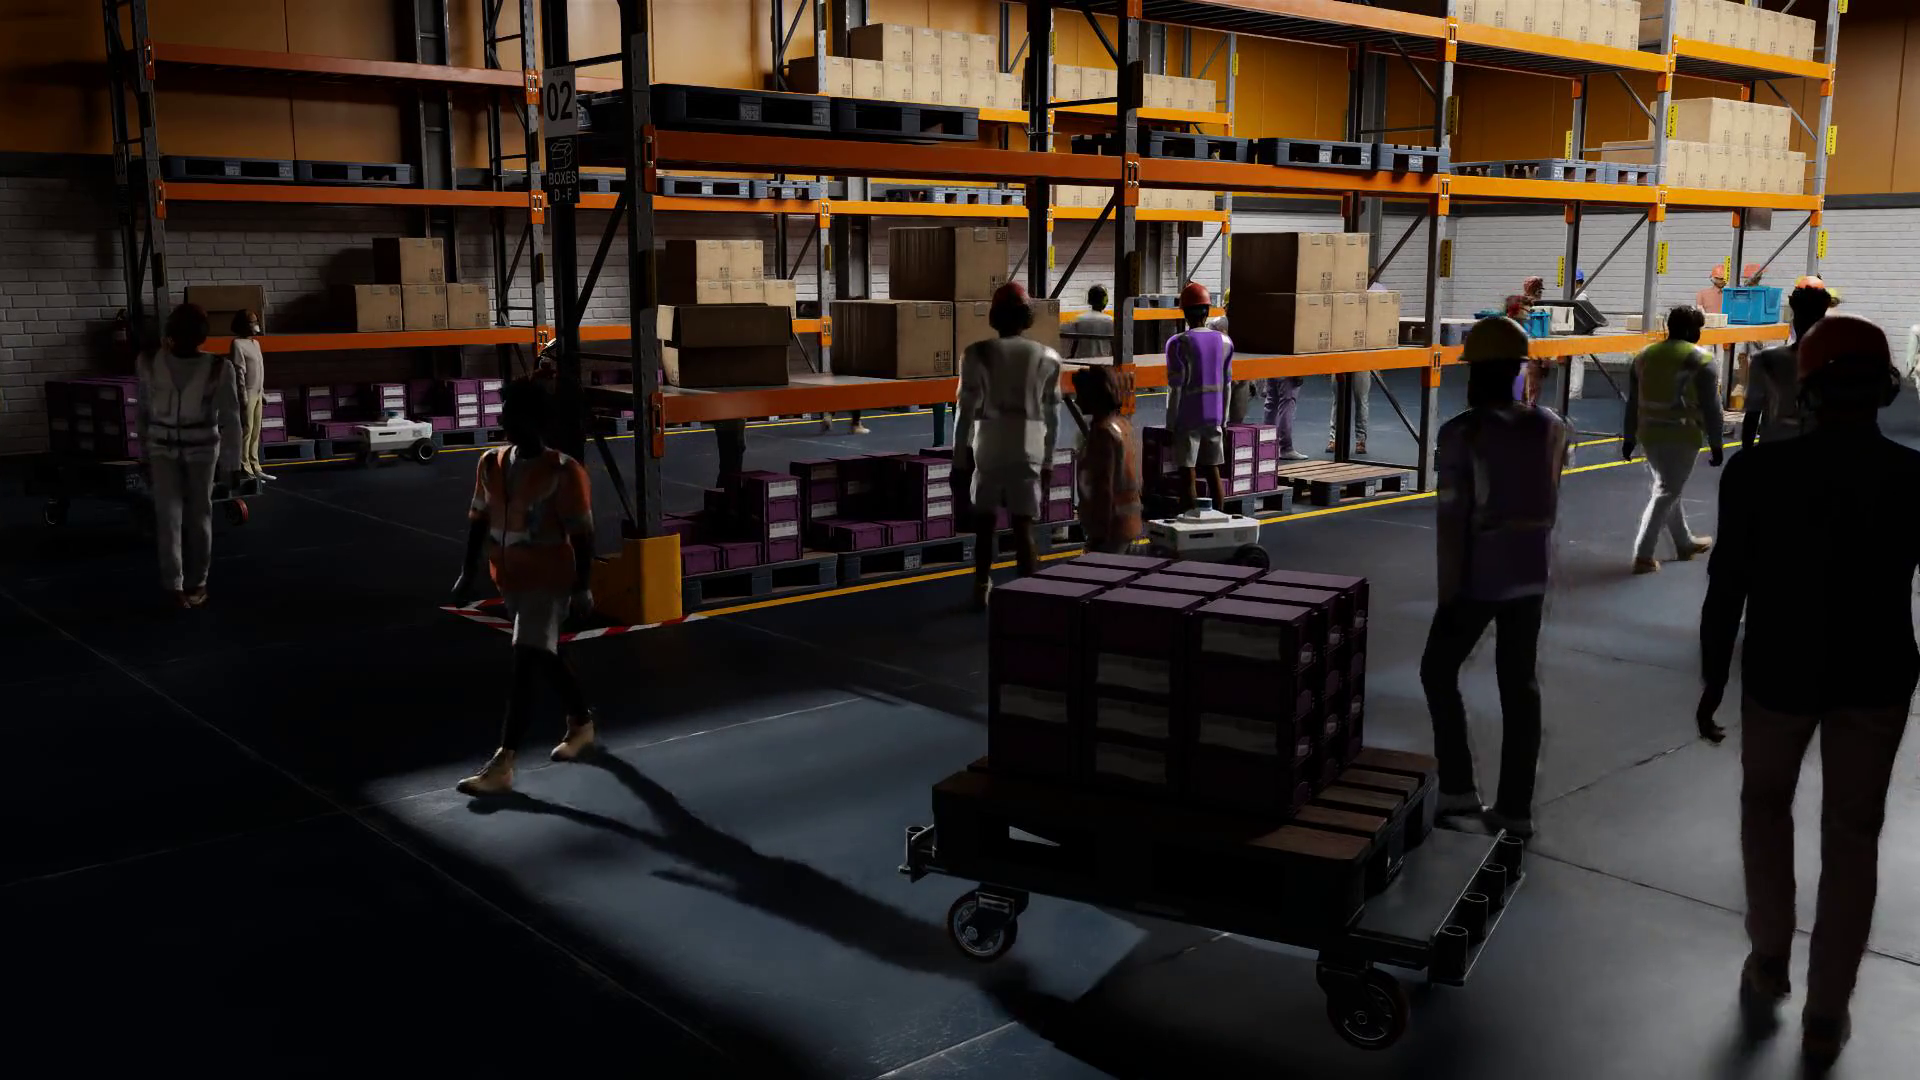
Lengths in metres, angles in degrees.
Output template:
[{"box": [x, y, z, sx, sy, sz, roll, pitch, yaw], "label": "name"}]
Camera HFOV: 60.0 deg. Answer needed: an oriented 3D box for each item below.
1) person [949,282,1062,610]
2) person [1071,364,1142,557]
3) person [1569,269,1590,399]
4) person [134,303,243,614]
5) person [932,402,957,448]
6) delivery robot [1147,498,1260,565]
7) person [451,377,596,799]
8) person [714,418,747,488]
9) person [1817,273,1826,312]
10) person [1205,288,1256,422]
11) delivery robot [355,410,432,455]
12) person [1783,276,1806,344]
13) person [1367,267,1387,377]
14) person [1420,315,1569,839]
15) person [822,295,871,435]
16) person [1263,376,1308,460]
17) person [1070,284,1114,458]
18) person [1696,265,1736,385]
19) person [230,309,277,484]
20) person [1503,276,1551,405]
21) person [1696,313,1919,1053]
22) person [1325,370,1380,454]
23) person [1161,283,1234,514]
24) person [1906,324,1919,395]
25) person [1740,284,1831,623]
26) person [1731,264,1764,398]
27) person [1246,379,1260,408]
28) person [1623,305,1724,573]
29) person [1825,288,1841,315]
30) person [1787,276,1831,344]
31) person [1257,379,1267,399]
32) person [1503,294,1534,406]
[{"box": [0.260, -0.481, 9.568, 0.671, 1.978, 1.077, -1, 10, -6], "label": "person"}, {"box": [0.701, -0.023, 7.908, 0.357, 1.624, 0.529, 2, 10, 14], "label": "person"}, {"box": [9.165, -3.067, 24.797, 0.402, 1.938, 0.604, 2, 10, 10], "label": "person"}, {"box": [-4.596, -0.483, 9.921, 0.611, 1.846, 0.695, -3, 10, -15], "label": "person"}, {"box": [-0.126, -1.617, 16.844, 0.532, 1.778, 0.342, 5, 11, 26], "label": "person"}, {"box": [1.574, -0.031, 10.772, 0.707, 0.478, 0.477, -4, 10, -24], "label": "delivery robot"}, {"box": [-1.754, 0.164, 6.741, 0.537, 1.647, 0.851, 6, 11, 32], "label": "person"}, {"box": [-1.681, -0.784, 12.321, 0.265, 1.632, 0.509, -4, 10, -21], "label": "person"}, {"box": [13.510, -3.315, 26.446, 0.521, 1.874, 0.328, 9, 13, 43], "label": "person"}, {"box": [2.698, -1.595, 16.488, 0.587, 1.833, 0.404, -5, 11, -27], "label": "person"}, {"box": [-5.755, -1.075, 16.902, 0.707, 0.478, 0.477, -8, 12, -38], "label": "delivery robot"}, {"box": [12.609, -3.055, 25.042, 0.403, 1.828, 0.593, 1, 10, 5], "label": "person"}, {"box": [7.221, -3.833, 29.285, 0.635, 1.936, 0.350, 7, 12, 37], "label": "person"}, {"box": [1.953, 0.135, 6.149, 0.597, 1.908, 0.582, -3, 10, -19], "label": "person"}, {"box": [-1.327, -2.070, 19.734, 0.554, 1.669, 0.551, -7, 12, -37], "label": "person"}, {"box": [3.410, -1.795, 17.442, 0.410, 1.909, 0.643, -4, 11, -23], "label": "person"}, {"box": [1.468, -1.796, 17.693, 0.558, 1.816, 1.023, 8, 13, 40], "label": "person"}, {"box": [10.987, -2.991, 24.191, 0.625, 1.990, 0.394, 0, 10, 1], "label": "person"}, {"box": [-6.648, -1.344, 15.597, 0.284, 1.633, 0.497, 0, 10, -2], "label": "person"}, {"box": [6.432, -2.025, 18.830, 0.396, 1.898, 0.637, -6, 12, -33], "label": "person"}, {"box": [2.394, 0.371, 4.574, 0.665, 1.962, 0.679, 5, 11, 25], "label": "person"}, {"box": [4.242, -1.897, 17.948, 0.629, 1.939, 0.372, 4, 10, 22], "label": "person"}, {"box": [1.672, -0.854, 11.875, 0.547, 1.925, 0.384, -5, 11, -26], "label": "person"}, {"box": [11.402, -1.981, 19.459, 0.570, 1.582, 0.874, 7, 12, 35], "label": "person"}, {"box": [4.792, -0.471, 9.515, 0.613, 1.963, 0.361, 4, 11, 24], "label": "person"}, {"box": [11.931, -3.095, 24.770, 0.876, 2.010, 0.655, 3, 10, 15], "label": "person"}, {"box": [3.940, -2.428, 21.746, 0.900, 1.690, 0.510, 4, 10, 20], "label": "person"}, {"box": [4.867, -0.685, 11.301, 0.942, 1.796, 0.641, -5, 11, -28], "label": "person"}, {"box": [10.907, -2.291, 20.856, 0.529, 1.730, 0.859, 2, 10, 13], "label": "person"}, {"box": [7.954, -1.506, 15.657, 0.374, 1.935, 0.552, -3, 10, -19], "label": "person"}, {"box": [4.651, -2.981, 24.643, 0.405, 1.823, 0.591, -7, 12, -34], "label": "person"}, {"box": [4.483, -1.141, 13.895, 0.733, 1.810, 0.426, -6, 11, -31], "label": "person"}]
